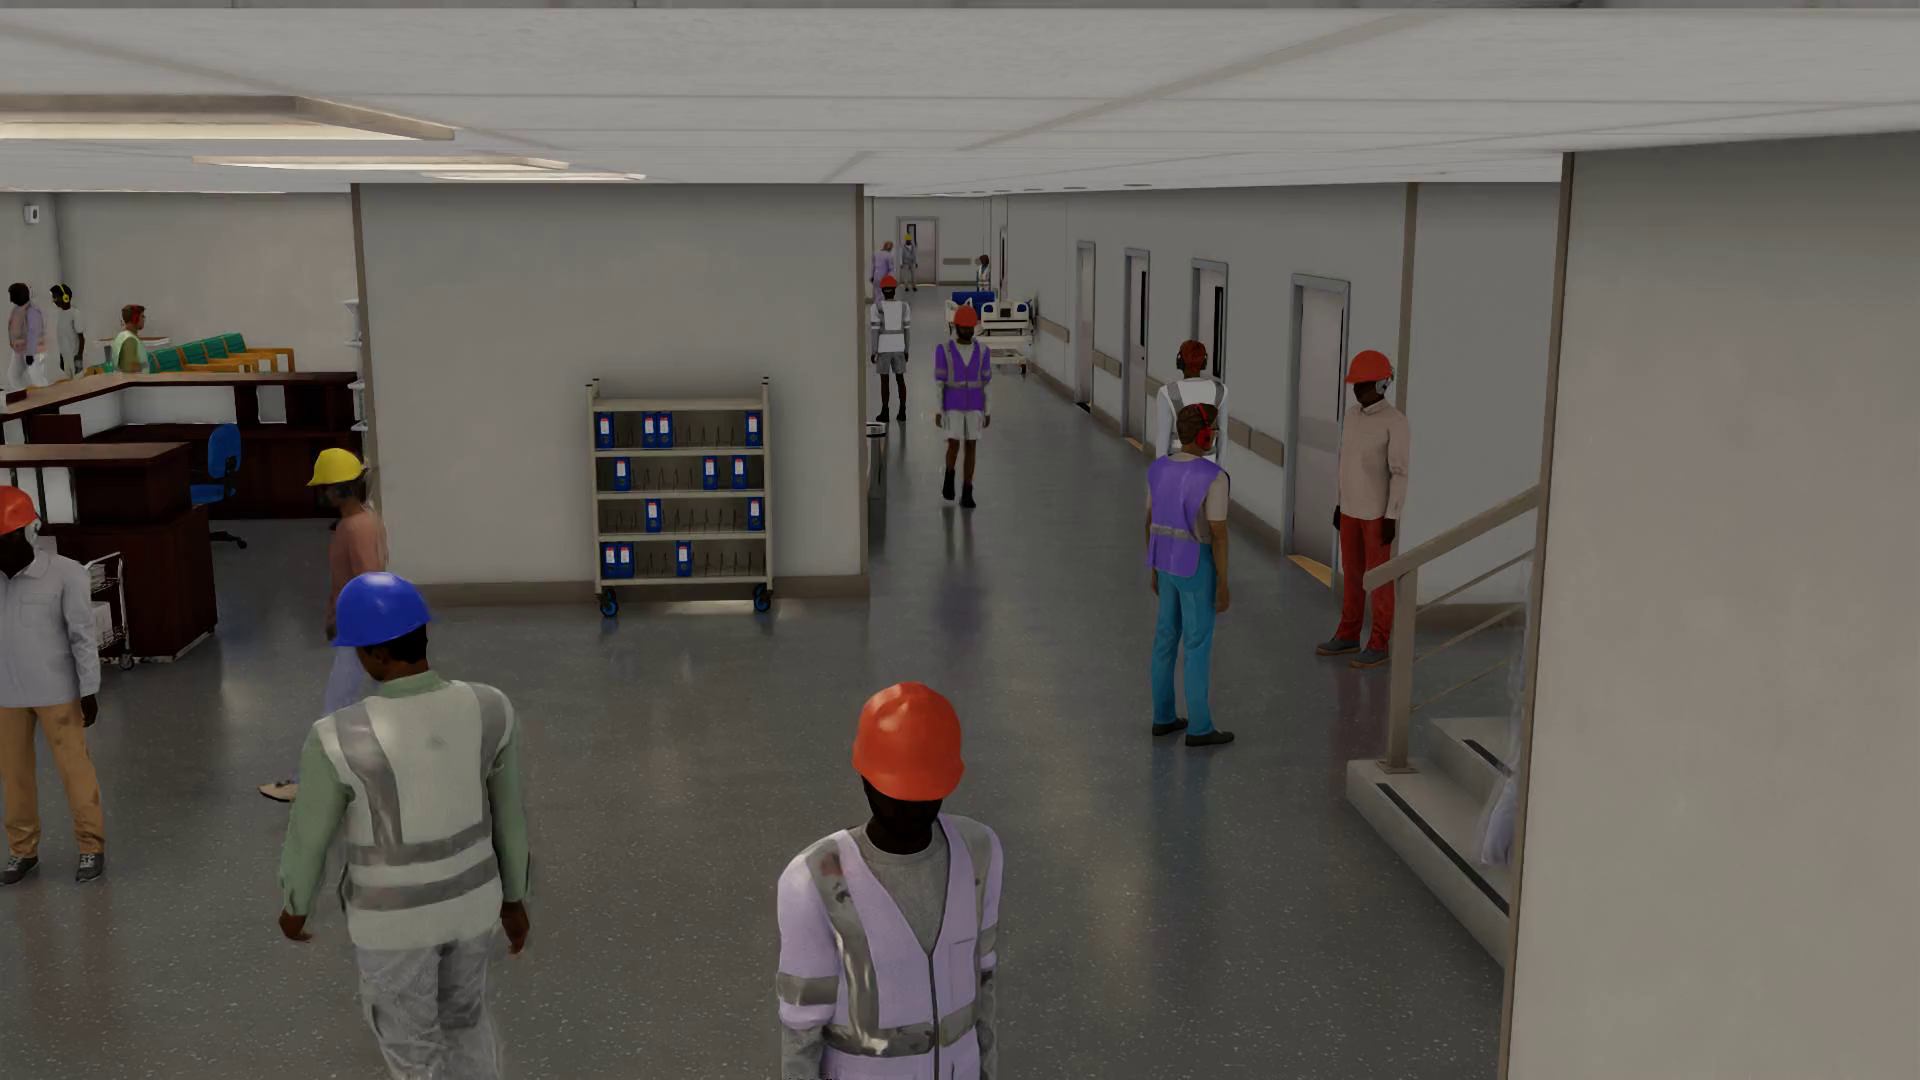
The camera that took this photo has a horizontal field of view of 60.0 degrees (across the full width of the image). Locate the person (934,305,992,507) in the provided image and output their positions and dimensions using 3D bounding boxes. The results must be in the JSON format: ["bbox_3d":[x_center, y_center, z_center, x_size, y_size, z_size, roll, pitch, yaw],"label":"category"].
[{"bbox_3d":[0.035,-1.269,15.835,0.564,1.927,0.424,-3,12,-16],"label":"person"}]

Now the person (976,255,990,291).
[{"bbox_3d":[0.599,-5.916,39.281,0.512,1.628,0.318,8,14,35],"label":"person"}]

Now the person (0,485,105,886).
[{"bbox_3d":[-3.944,0.623,7.052,0.563,1.742,0.361,-1,12,-5],"label":"person"}]

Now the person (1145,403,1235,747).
[{"bbox_3d":[1.211,0.187,8.934,0.396,1.843,0.565,-8,14,-35],"label":"person"}]

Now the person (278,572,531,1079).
[{"bbox_3d":[-1.514,1.028,4.646,0.656,1.913,0.635,10,16,42],"label":"person"}]

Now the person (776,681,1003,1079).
[{"bbox_3d":[-0.118,1.232,3.599,0.549,1.933,0.373,-8,14,-33],"label":"person"}]

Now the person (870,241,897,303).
[{"bbox_3d":[-1.957,-6.731,42.715,0.708,1.853,0.673,-10,15,-39],"label":"person"}]

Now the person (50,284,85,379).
[{"bbox_3d":[-11.215,-2.287,20.973,0.521,1.865,0.327,9,15,37],"label":"person"}]

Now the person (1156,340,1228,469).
[{"bbox_3d":[1.719,-0.553,12.453,0.574,1.883,0.355,-4,12,-18],"label":"person"}]

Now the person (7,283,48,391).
[{"bbox_3d":[-12.446,-2.495,22.090,0.651,1.820,0.579,9,15,39],"label":"person"}]

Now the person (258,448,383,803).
[{"bbox_3d":[-3.017,0.421,8.057,0.854,1.724,0.555,-4,12,-21],"label":"person"}]

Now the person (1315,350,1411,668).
[{"bbox_3d":[2.546,-0.198,10.446,0.384,1.993,0.609,-5,13,-24],"label":"person"}]

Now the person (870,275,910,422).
[{"bbox_3d":[-0.933,-2.527,21.979,0.548,1.931,0.381,-5,12,-22],"label":"person"}]

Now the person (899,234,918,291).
[{"bbox_3d":[-1.643,-8.901,53.402,0.625,1.821,0.427,-5,13,-24],"label":"person"}]
